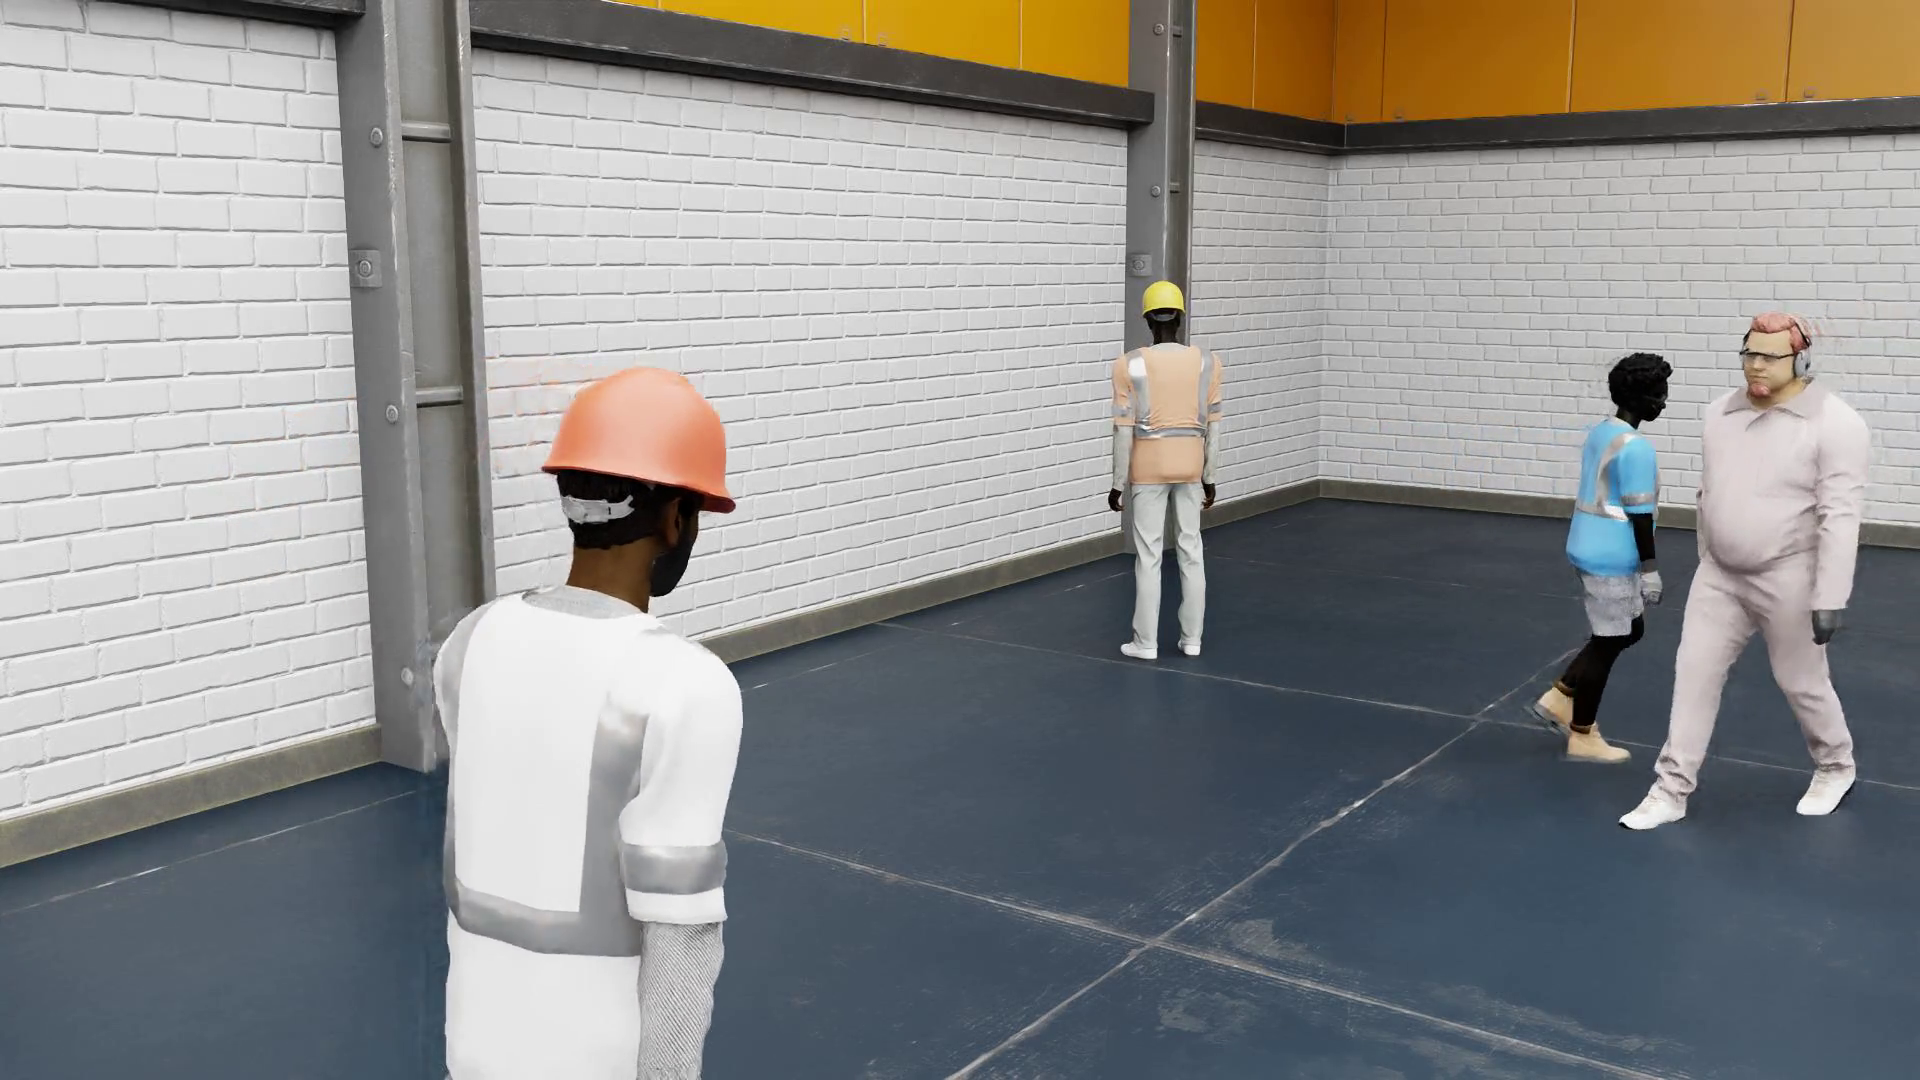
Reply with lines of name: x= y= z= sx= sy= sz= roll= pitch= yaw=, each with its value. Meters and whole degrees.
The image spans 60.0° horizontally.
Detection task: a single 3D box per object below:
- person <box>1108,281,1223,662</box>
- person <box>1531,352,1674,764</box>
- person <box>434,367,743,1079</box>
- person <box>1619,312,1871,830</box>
person: x=1.027 y=-0.337 z=8.413 sx=0.584 sy=1.919 sz=0.381 roll=-2 pitch=10 yaw=-13
person: x=2.610 y=0.089 z=6.617 sx=0.369 sy=1.675 sz=0.534 roll=1 pitch=10 yaw=8
person: x=-0.532 y=0.706 z=2.352 sx=0.580 sy=1.879 sz=0.934 roll=5 pitch=11 yaw=29
person: x=2.898 y=0.116 z=5.931 sx=0.977 sy=1.863 sz=0.658 roll=-5 pitch=11 yaw=-28
